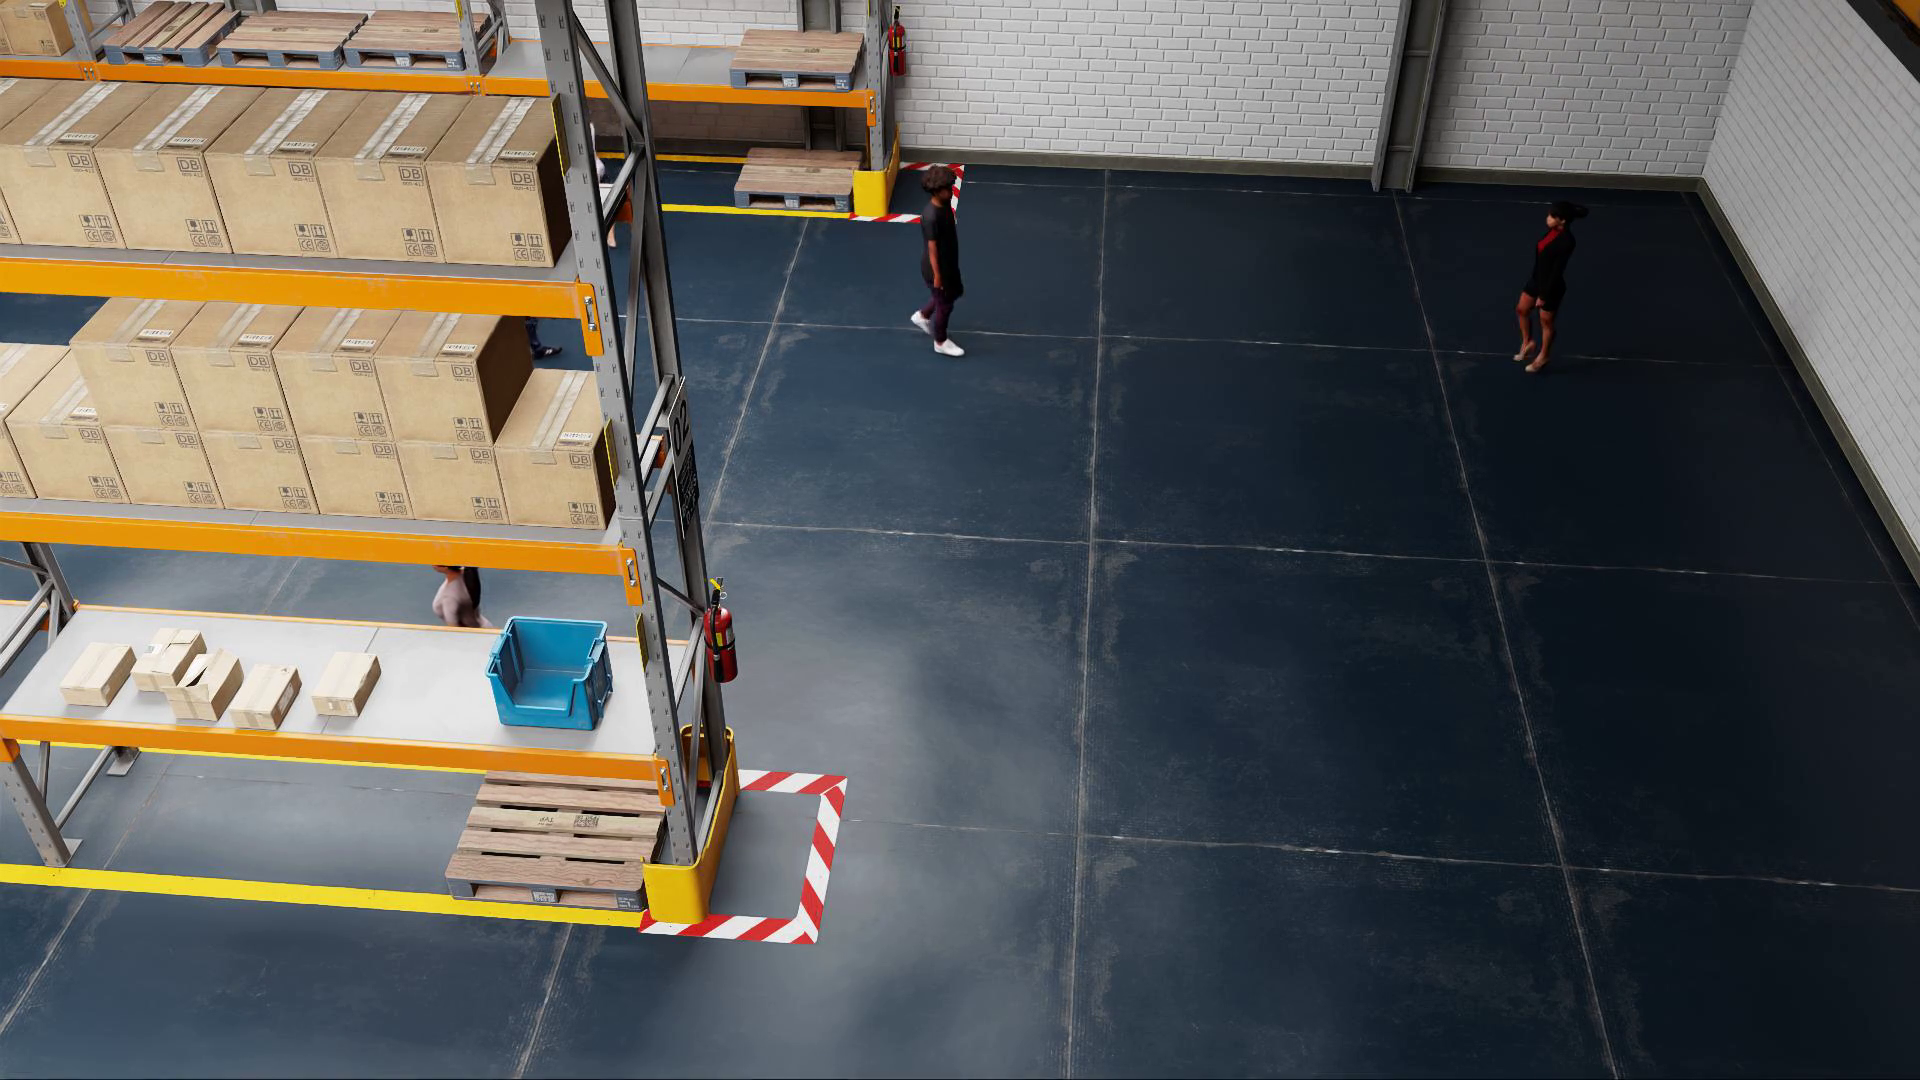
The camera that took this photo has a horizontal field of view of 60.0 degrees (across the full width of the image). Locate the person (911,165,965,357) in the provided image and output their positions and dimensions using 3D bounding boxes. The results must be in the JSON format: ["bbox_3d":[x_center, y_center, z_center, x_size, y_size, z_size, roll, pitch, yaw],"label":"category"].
[{"bbox_3d":[-0.231,-2.444,14.468,0.793,1.772,0.704,8,39,10],"label":"person"}]

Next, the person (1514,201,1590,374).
[{"bbox_3d":[5.097,-2.150,14.217,0.652,1.627,0.649,-5,39,-7],"label":"person"}]
